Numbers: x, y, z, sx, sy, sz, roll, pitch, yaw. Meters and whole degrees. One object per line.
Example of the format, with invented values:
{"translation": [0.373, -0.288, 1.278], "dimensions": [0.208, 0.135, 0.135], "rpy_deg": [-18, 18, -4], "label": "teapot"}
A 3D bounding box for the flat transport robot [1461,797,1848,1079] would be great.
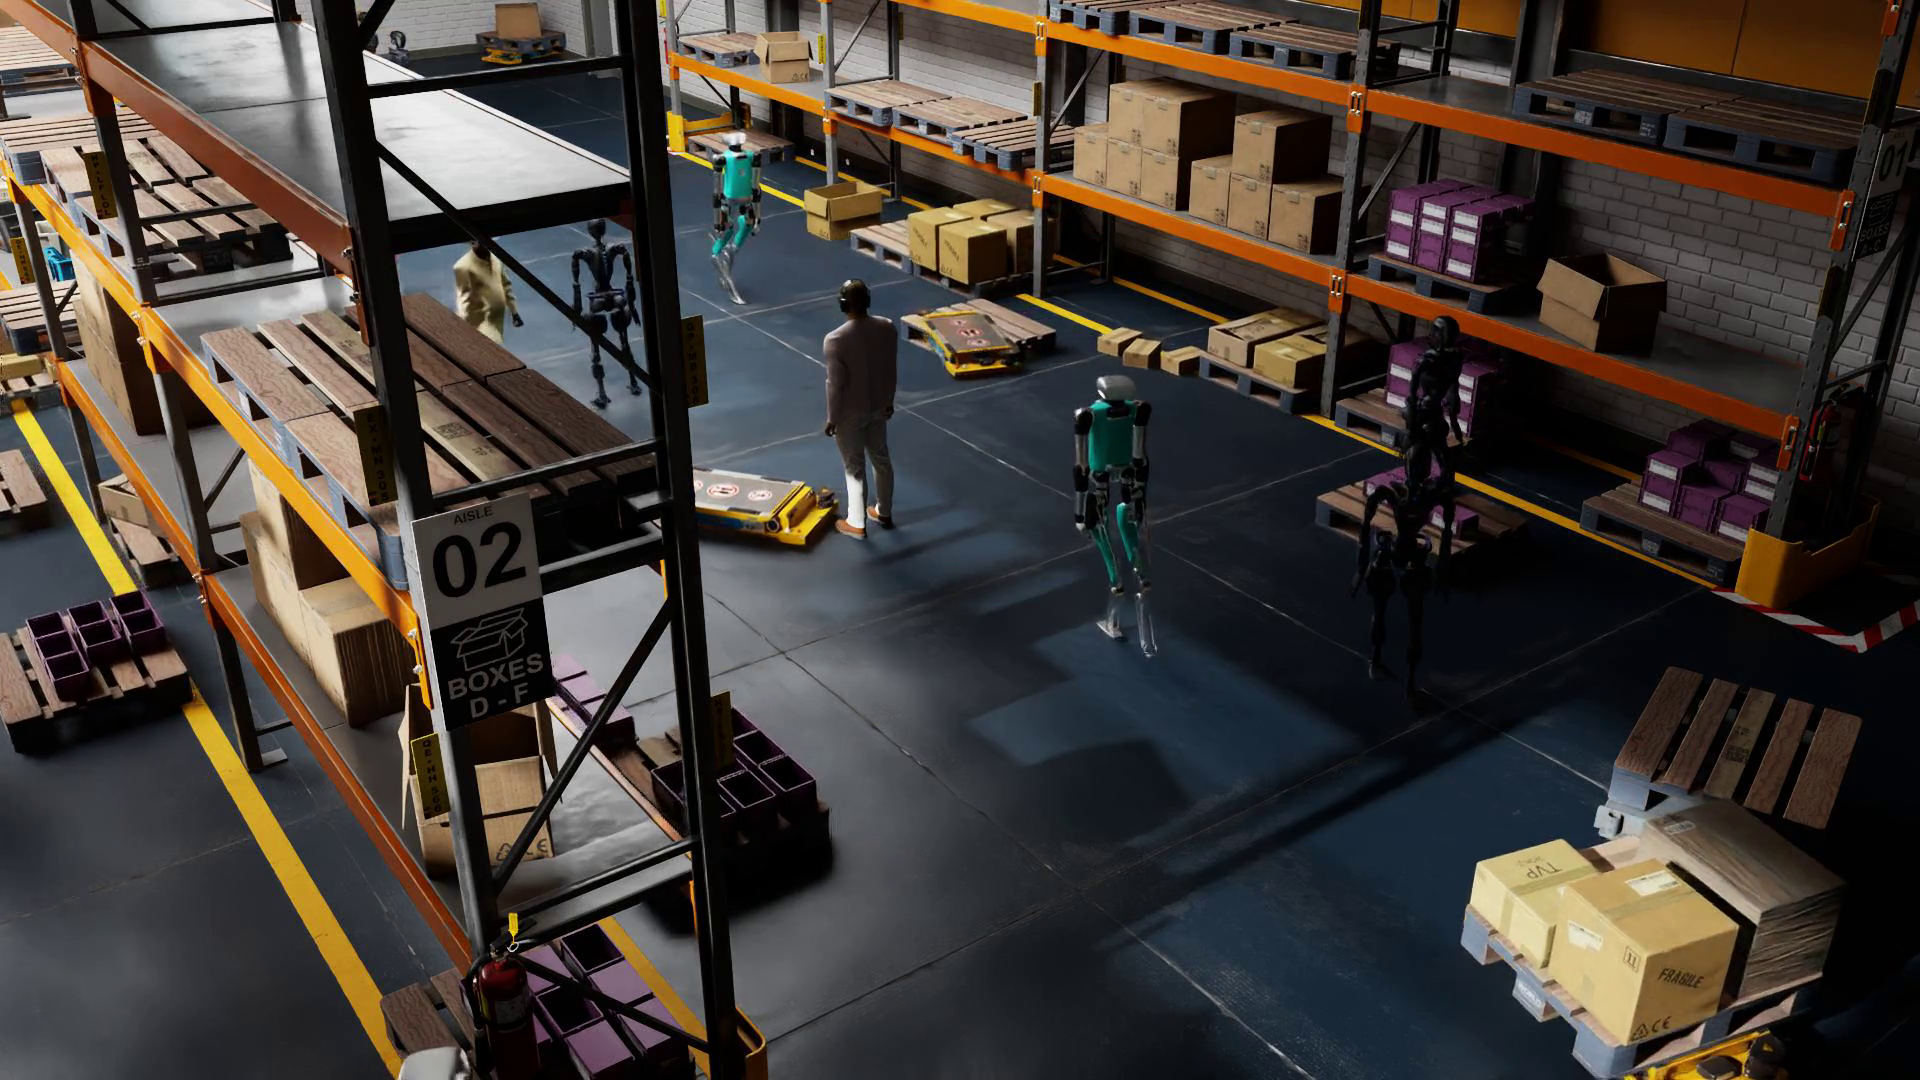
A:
{"translation": [3.100, 2.097, 7.817], "dimensions": [0.659, 0.231, 1.431], "rpy_deg": [-10, 28, -19], "label": "flat transport robot"}

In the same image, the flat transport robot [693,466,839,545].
{"translation": [-1.700, -0.268, 12.520], "dimensions": [1.431, 0.231, 0.659], "rpy_deg": [8, 28, 16], "label": "flat transport robot"}

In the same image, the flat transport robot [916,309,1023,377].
{"translation": [0.063, -1.886, 15.739], "dimensions": [0.659, 0.231, 1.431], "rpy_deg": [-8, 28, -15], "label": "flat transport robot"}

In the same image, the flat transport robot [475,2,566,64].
{"translation": [-7.528, -8.461, 28.816], "dimensions": [0.659, 0.231, 1.431], "rpy_deg": [16, 31, 29], "label": "flat transport robot"}

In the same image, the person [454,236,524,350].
{"translation": [-3.928, -1.884, 14.095], "dimensions": [0.580, 1.730, 0.586], "rpy_deg": [9, 28, 18], "label": "person"}

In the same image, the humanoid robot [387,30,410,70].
{"translation": [-7.542, -6.008, 22.388], "dimensions": [0.373, 1.655, 0.612], "rpy_deg": [5, 27, 9], "label": "humanoid robot"}

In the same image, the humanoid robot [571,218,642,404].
{"translation": [-3.063, -2.003, 14.408], "dimensions": [0.610, 1.632, 0.396], "rpy_deg": [-16, 31, -28], "label": "humanoid robot"}

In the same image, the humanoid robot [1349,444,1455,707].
{"translation": [2.677, 0.194, 10.047], "dimensions": [0.601, 1.636, 0.654], "rpy_deg": [3, 27, 6], "label": "humanoid robot"}

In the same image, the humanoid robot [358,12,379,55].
{"translation": [-8.532, -6.793, 24.012], "dimensions": [0.843, 1.620, 0.584], "rpy_deg": [-3, 27, -6], "label": "humanoid robot"}

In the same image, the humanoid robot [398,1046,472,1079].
{"translation": [-1.860, 2.451, 5.498], "dimensions": [1.057, 1.735, 0.550], "rpy_deg": [-7, 27, -13], "label": "humanoid robot"}

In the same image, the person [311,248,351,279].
{"translation": [-5.114, -1.881, 13.868], "dimensions": [0.503, 1.945, 0.472], "rpy_deg": [3, 27, 7], "label": "person"}

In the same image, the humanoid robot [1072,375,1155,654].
{"translation": [1.050, -0.071, 10.622], "dimensions": [0.544, 1.890, 0.746], "rpy_deg": [-11, 29, -22], "label": "humanoid robot"}

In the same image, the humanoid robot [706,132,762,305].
{"translation": [-2.379, -3.263, 16.934], "dimensions": [0.546, 1.862, 0.823], "rpy_deg": [-17, 32, -31], "label": "humanoid robot"}

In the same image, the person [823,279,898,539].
{"translation": [-0.713, -0.941, 12.005], "dimensions": [0.633, 1.936, 0.351], "rpy_deg": [-22, 34, -37], "label": "person"}

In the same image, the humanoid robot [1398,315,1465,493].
{"translation": [3.418, -0.846, 12.097], "dimensions": [0.597, 1.642, 0.355], "rpy_deg": [-18, 32, -32], "label": "humanoid robot"}
